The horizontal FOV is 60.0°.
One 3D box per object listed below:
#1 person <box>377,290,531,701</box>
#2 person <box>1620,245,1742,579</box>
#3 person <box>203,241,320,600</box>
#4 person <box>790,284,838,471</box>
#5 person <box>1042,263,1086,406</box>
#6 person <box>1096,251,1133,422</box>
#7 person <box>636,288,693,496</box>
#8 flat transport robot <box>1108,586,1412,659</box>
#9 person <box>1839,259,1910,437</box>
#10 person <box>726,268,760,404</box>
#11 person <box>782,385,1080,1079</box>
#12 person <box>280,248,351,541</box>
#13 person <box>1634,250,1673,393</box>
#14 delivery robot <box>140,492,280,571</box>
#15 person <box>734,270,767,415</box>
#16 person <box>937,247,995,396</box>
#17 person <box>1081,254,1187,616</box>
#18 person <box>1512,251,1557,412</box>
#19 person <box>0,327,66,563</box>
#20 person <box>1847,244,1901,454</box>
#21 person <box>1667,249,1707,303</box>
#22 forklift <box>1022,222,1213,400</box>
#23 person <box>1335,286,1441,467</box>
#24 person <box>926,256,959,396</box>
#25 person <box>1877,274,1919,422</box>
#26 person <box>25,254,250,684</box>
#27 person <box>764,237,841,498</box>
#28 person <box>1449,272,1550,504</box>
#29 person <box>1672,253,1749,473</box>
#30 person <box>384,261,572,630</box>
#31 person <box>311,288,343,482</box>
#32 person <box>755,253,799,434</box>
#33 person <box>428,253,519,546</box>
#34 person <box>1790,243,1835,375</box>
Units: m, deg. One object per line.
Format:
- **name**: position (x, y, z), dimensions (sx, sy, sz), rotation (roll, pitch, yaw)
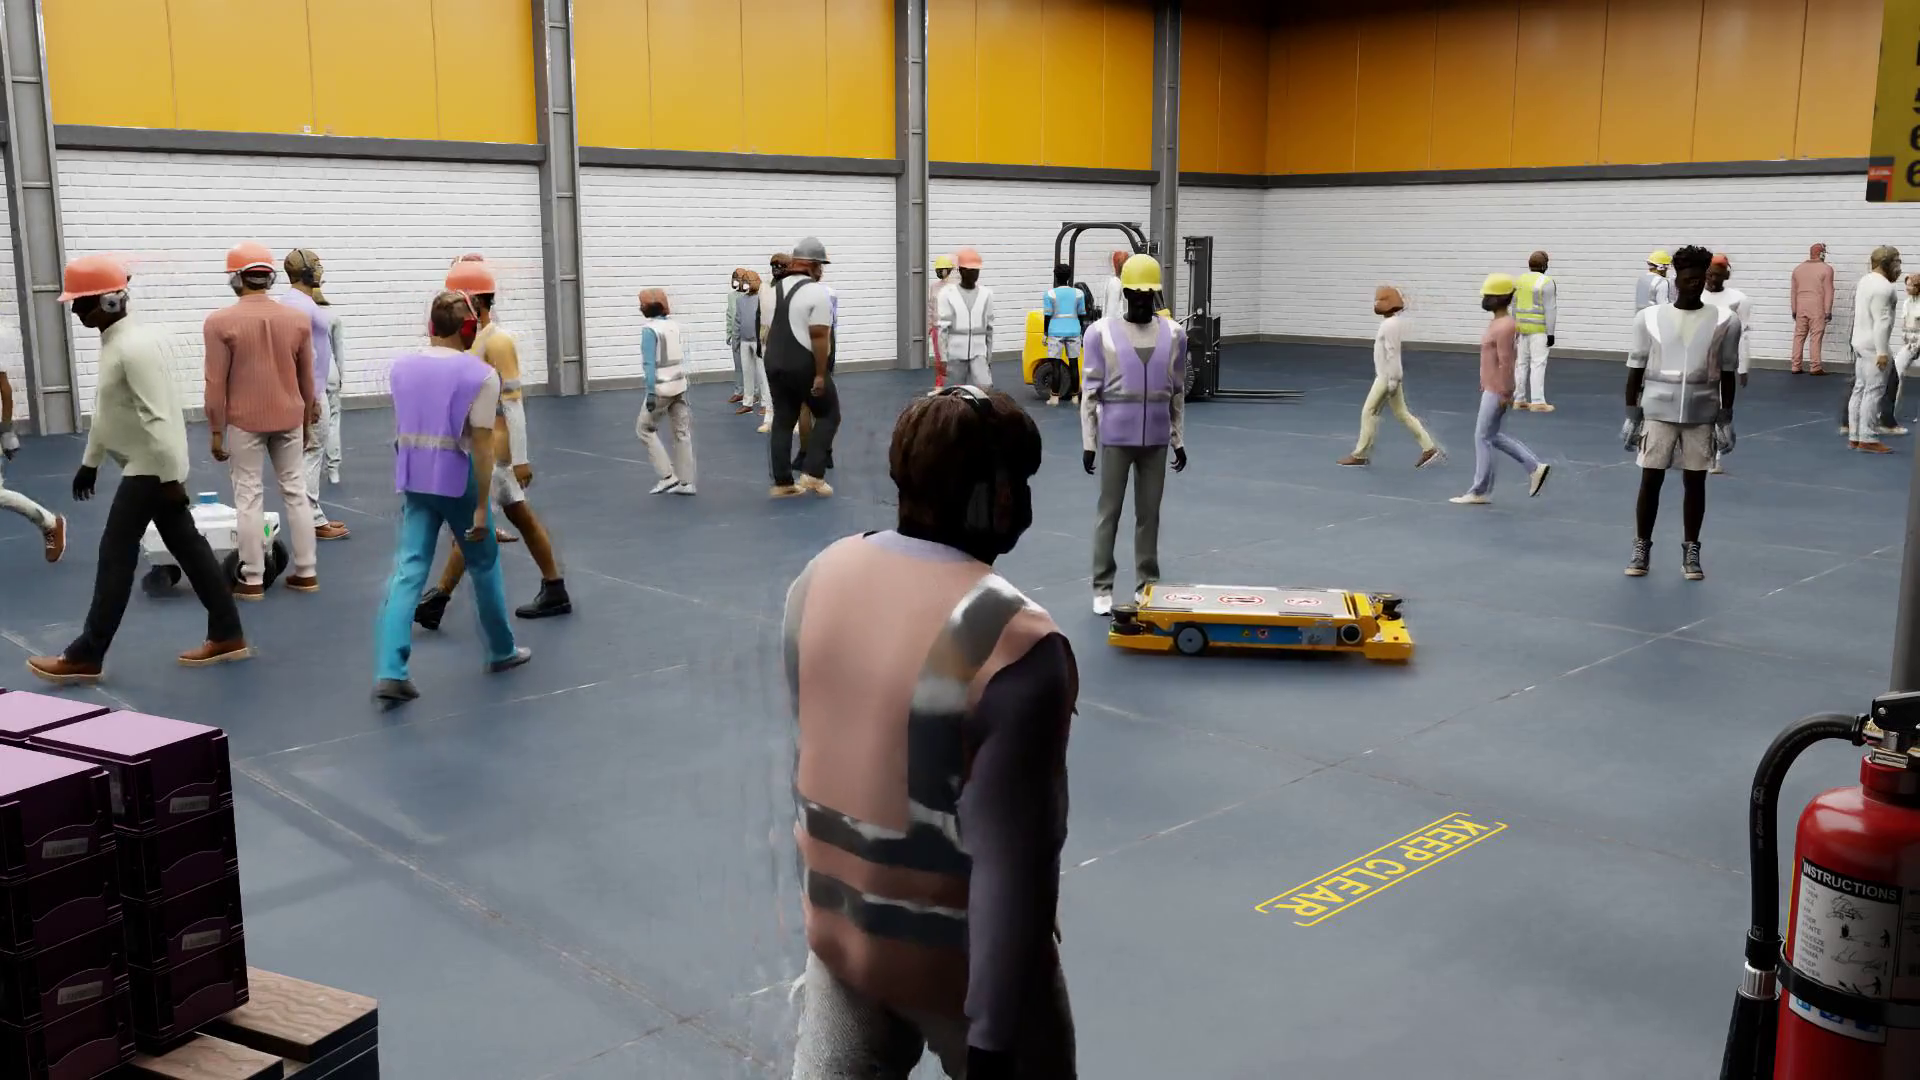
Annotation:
- **person**: position (-2.289, -0.203, 7.376), dimensions (0.572, 1.793, 0.996), rotation (3, 11, 14)
- **person**: position (4.243, -0.744, 9.813), dimensions (0.673, 1.962, 0.378), rotation (4, 11, 20)
- **person**: position (-3.905, -0.661, 9.289), dimensions (0.392, 1.988, 0.616), rotation (10, 14, 43)
- **person**: position (-1.310, -1.564, 14.350), dimensions (0.543, 1.939, 0.359), rotation (-9, 13, -39)
- **person**: position (1.226, -2.427, 19.727), dimensions (0.533, 1.693, 0.319), rotation (-3, 11, -15)
- **person**: position (1.804, -2.150, 17.803), dimensions (0.942, 1.839, 0.611), rotation (1, 10, 7)
- **person**: position (-2.292, -1.132, 12.848), dimensions (0.434, 1.614, 0.591), rotation (4, 11, 20)
- **flat transport robot**: position (1.475, 0.390, 8.247), dimensions (1.431, 0.197, 0.652), rotation (2, 11, 9)
- **person**: position (9.286, -1.944, 16.739), dimensions (0.751, 1.817, 0.540), rotation (0, 10, -1)
- **person**: position (-2.609, -2.454, 20.037), dimensions (0.505, 1.632, 0.269), rotation (6, 12, 31)
- **person**: position (-0.071, 0.648, 2.698), dimensions (0.946, 1.802, 0.627), rotation (-10, 14, -44)
- **person**: position (-4.328, -0.965, 11.081), dimensions (0.366, 1.940, 0.635), rotation (-4, 11, -23)
- **person**: position (8.810, -2.754, 21.135), dimensions (0.404, 1.827, 0.599), rotation (-2, 11, -12)
- **delivery robot**: position (-4.282, -0.029, 9.502), dimensions (0.707, 0.478, 0.477), rotation (-2, 11, -13)
- **person**: position (-2.339, -2.226, 18.791), dimensions (0.509, 1.632, 0.267), rotation (6, 12, 28)
- **person**: position (0.081, -1.637, 14.829), dimensions (0.560, 1.902, 0.855), rotation (-3, 11, -14)
- **person**: position (0.939, -0.551, 8.868), dimensions (0.594, 1.922, 0.386), rotation (-3, 11, -14)
- **person**: position (6.641, -2.401, 19.180), dimensions (0.429, 1.843, 0.633), rotation (-5, 11, -23)
- **person**: position (-5.710, -0.674, 9.769), dimensions (0.518, 1.852, 0.698), rotation (4, 11, 20)
- **person**: position (8.550, -1.782, 15.546), dimensions (0.383, 1.940, 0.633), rotation (2, 11, 12)
- **person**: position (9.416, -2.842, 21.592), dimensions (0.683, 1.844, 1.012), rotation (-2, 11, -13)
- **forklift**: position (1.935, -2.847, 20.651), dimensions (2.313, 2.155, 1.214), rotation (2, 11, 13)
- **person**: position (3.784, -1.416, 14.496), dimensions (0.856, 1.591, 0.505), rotation (3, 11, 17)
- **person**: position (-0.201, -2.680, 20.906), dimensions (0.533, 1.768, 0.310), rotation (8, 13, 38)
- **person**: position (10.269, -2.061, 17.963), dimensions (0.725, 1.604, 0.521), rotation (-1, 10, -8)
- **person**: position (-3.822, -0.324, 7.598), dimensions (1.007, 1.930, 0.643), rotation (-6, 12, -28)
- **person**: position (-1.218, -1.337, 12.833), dimensions (0.699, 2.000, 0.550), rotation (9, 14, 40)
- **person**: position (4.076, -1.126, 12.464), dimensions (0.646, 1.749, 0.533), rotation (3, 11, 14)
- **person**: position (6.394, -1.523, 14.312), dimensions (0.745, 1.871, 0.516), rotation (6, 12, 30)
- **person**: position (-2.500, -0.484, 8.595), dimensions (0.997, 1.883, 0.565), rotation (-5, 12, -27)
- **person**: position (-5.287, -1.327, 13.644), dimensions (0.482, 1.729, 0.460), rotation (-6, 12, -28)
- **person**: position (-1.820, -2.001, 16.997), dimensions (0.619, 1.845, 0.430), rotation (4, 11, 20)
- **person**: position (-3.125, -0.892, 10.768), dimensions (0.406, 1.911, 0.638), rotation (3, 11, 15)
- **person**: position (12.385, -3.344, 24.144), dimensions (0.400, 1.910, 0.643), rotation (-5, 12, -26)
